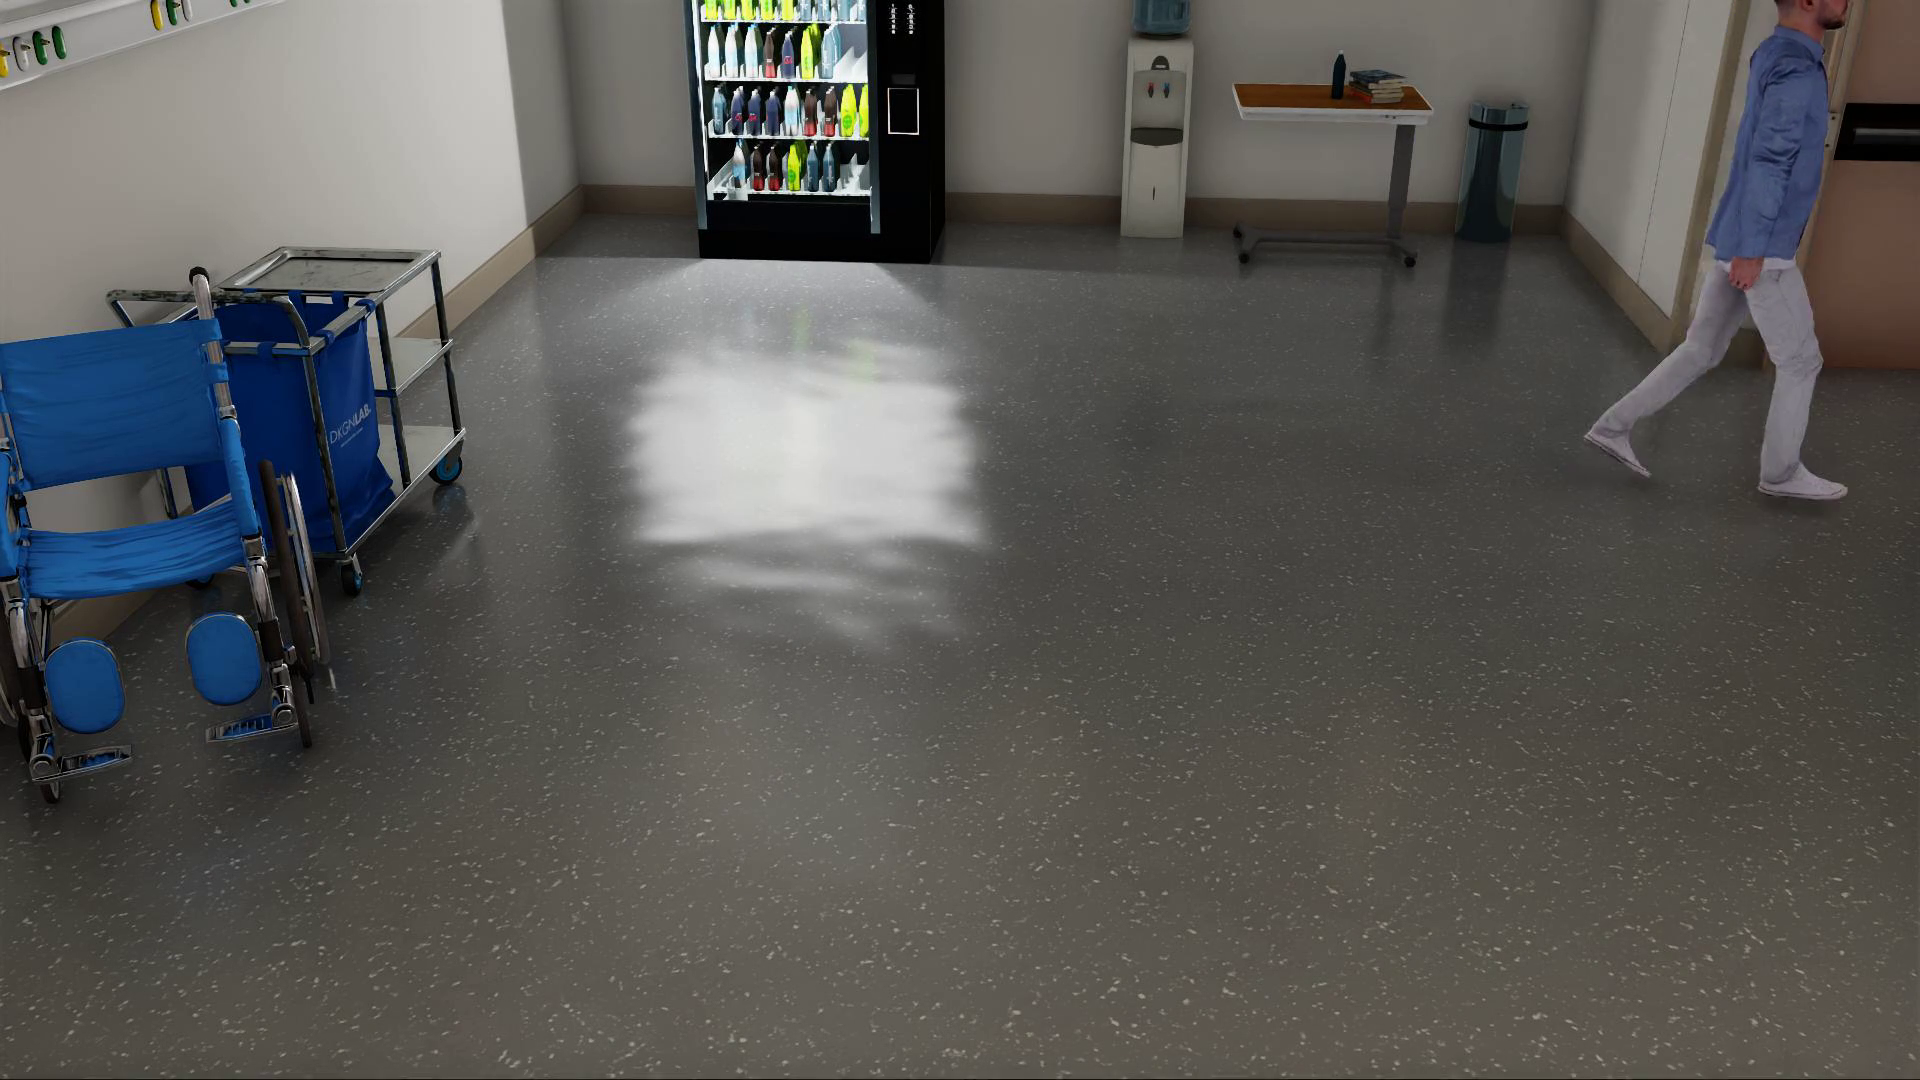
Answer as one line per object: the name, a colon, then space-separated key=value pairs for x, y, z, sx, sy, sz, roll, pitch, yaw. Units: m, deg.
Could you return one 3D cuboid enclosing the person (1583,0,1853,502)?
person: x=2.621 y=-1.024 z=5.634 sx=1.156 sy=1.866 sz=0.765 roll=6 pitch=26 yaw=12
